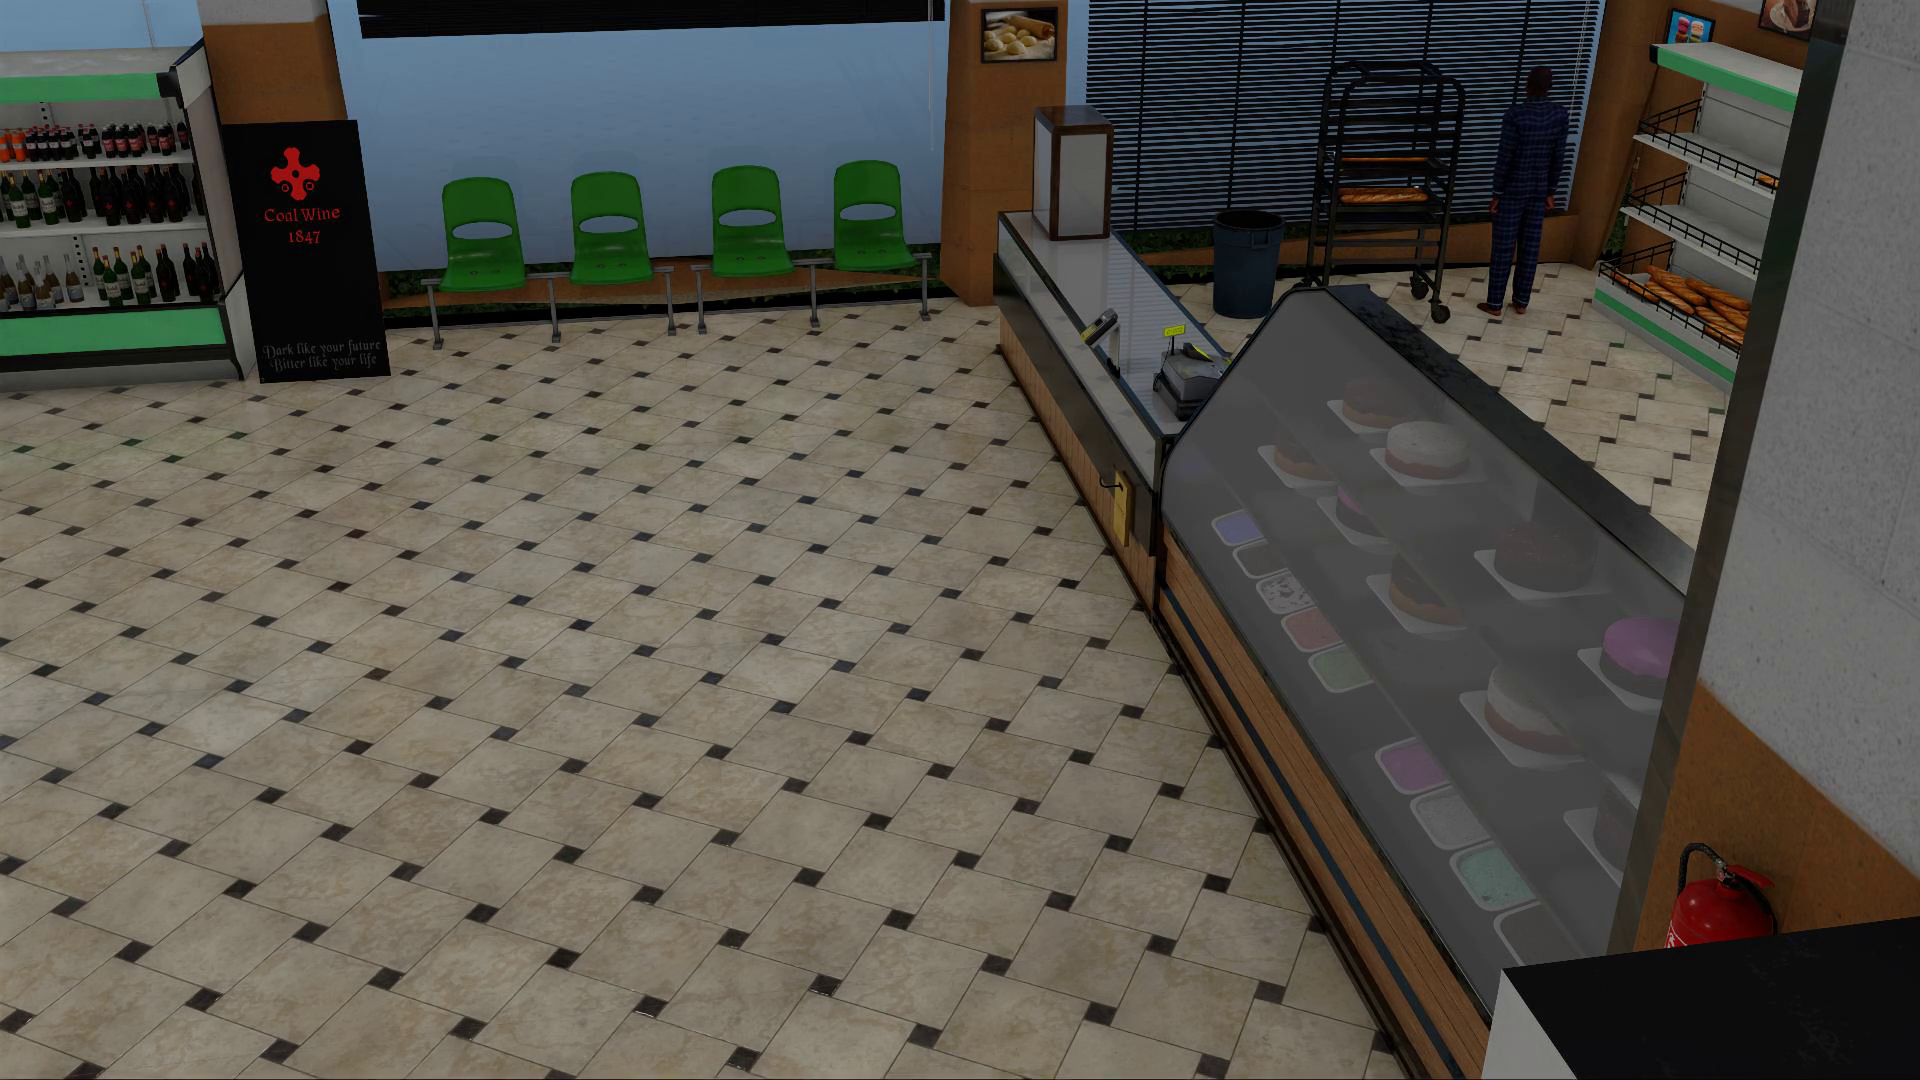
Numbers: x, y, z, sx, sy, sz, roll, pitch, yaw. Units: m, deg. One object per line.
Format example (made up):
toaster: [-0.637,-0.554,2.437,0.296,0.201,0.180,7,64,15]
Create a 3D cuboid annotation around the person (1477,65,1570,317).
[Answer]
person: [4.108,-2.546,12.148,0.558,1.825,0.738,-3,27,-5]
